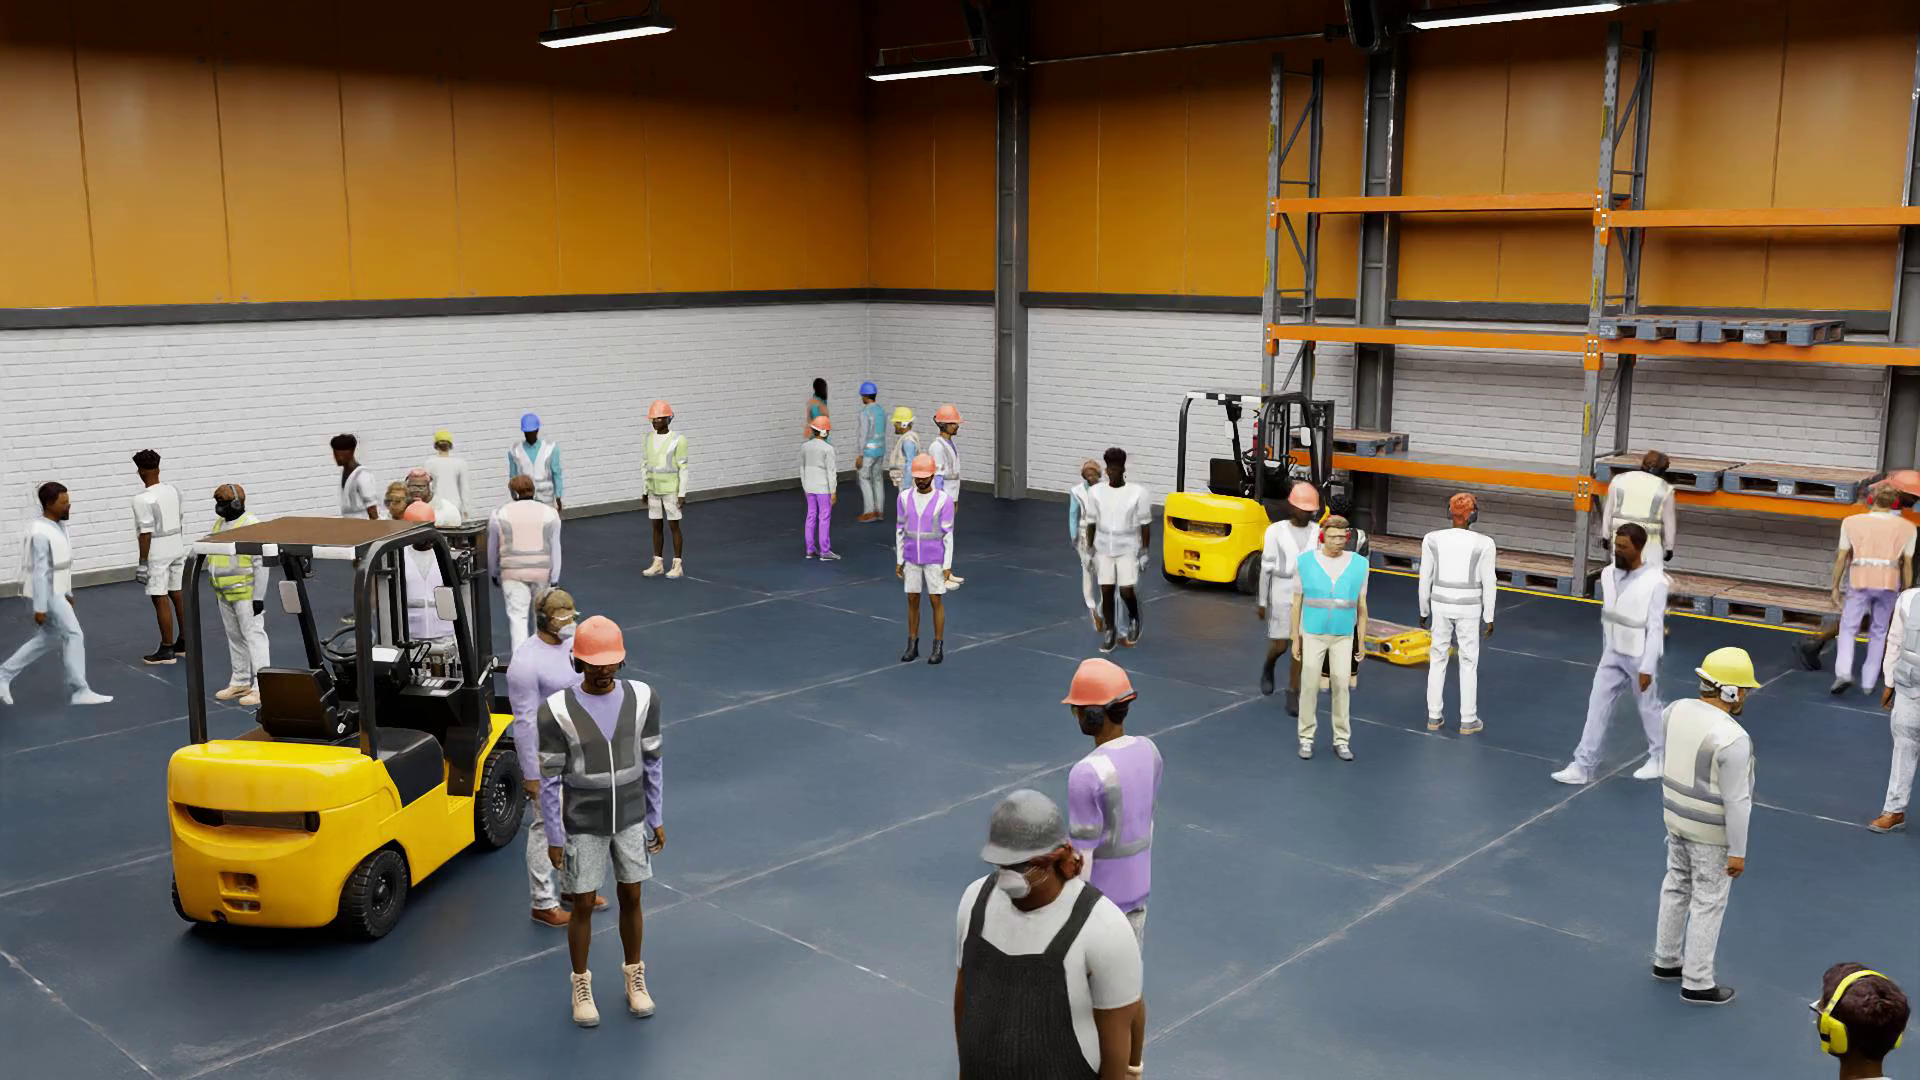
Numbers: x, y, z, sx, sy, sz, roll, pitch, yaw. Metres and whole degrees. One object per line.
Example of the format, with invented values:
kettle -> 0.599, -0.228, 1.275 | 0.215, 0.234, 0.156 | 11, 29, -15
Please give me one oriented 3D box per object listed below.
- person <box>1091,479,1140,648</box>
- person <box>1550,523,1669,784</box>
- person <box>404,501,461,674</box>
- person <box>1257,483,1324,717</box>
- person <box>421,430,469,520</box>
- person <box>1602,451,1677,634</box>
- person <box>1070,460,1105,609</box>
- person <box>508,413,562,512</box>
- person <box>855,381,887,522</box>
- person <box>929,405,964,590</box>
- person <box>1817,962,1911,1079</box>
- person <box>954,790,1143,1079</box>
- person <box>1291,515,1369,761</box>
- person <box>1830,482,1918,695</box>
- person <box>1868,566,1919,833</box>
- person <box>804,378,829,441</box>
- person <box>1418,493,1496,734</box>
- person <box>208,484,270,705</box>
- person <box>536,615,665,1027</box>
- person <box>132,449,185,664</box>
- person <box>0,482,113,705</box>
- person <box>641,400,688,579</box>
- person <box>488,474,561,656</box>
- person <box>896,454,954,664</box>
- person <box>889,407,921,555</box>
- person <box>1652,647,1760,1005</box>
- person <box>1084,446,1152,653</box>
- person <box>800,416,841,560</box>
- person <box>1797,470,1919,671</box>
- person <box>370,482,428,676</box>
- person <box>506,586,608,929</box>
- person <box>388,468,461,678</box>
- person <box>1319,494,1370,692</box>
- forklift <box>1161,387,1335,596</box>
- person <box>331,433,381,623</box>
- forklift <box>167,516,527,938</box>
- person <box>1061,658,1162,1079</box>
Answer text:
person -> 1.468, 0.187, 15.909 | 0.506, 1.608, 0.711 | -7, 12, -33
person -> 4.662, 0.804, 11.664 | 0.993, 1.863, 0.609 | -4, 11, -23
person -> -3.919, 0.668, 12.234 | 0.552, 1.935, 0.367 | -3, 10, -18
person -> 2.691, 0.457, 13.518 | 0.586, 1.905, 0.603 | -1, 10, -7
person -> -5.853, -0.390, 18.906 | 0.524, 1.708, 0.948 | -5, 11, -28
person -> 6.661, 0.022, 16.292 | 0.724, 1.809, 0.504 | 7, 12, 33
person -> 1.398, -0.046, 17.242 | 0.534, 1.595, 0.650 | 0, 10, -1
person -> -4.877, -0.537, 19.179 | 0.596, 1.915, 0.857 | -2, 10, -10
person -> -1.231, -1.216, 22.943 | 0.403, 1.946, 0.622 | 5, 11, 28
person -> -0.141, -0.478, 18.460 | 0.371, 2.044, 0.607 | 2, 10, 11
person -> 2.397, 2.060, 4.541 | 0.511, 1.862, 0.324 | -2, 10, -10
person -> 0.240, 1.792, 5.540 | 0.688, 2.000, 0.537 | 7, 12, 37
person -> 2.712, 0.714, 12.279 | 0.563, 1.834, 0.404 | 0, 10, 1
person -> 7.646, 0.435, 13.929 | 0.593, 1.815, 0.657 | 5, 11, 25
person -> 6.159, 0.959, 10.546 | 0.389, 1.949, 0.602 | -7, 12, -36
person -> -2.124, -1.477, 24.659 | 0.378, 1.875, 0.701 | 0, 10, 0
person -> 3.868, 0.568, 12.956 | 0.585, 1.882, 0.337 | 6, 11, 30
person -> -5.982, 0.444, 13.785 | 0.633, 1.842, 0.429 | 7, 12, 35
person -> -1.717, 1.356, 8.062 | 0.601, 2.035, 0.407 | -6, 11, -29
person -> -7.275, 0.149, 15.120 | 0.374, 1.962, 0.608 | 2, 10, 10
person -> -7.551, 0.455, 13.636 | 0.874, 1.884, 0.599 | -4, 11, -20
person -> -3.393, -0.575, 19.010 | 0.605, 2.045, 0.376 | 5, 11, 25
person -> -3.821, 0.321, 14.646 | 0.622, 1.804, 0.896 | -4, 11, -21
person -> -0.328, 0.169, 15.111 | 0.546, 1.929, 0.390 | 3, 11, 18
person -> -0.675, -0.728, 20.491 | 0.404, 1.827, 0.600 | 0, 10, -2
person -> 3.726, 1.420, 8.301 | 0.403, 1.819, 0.602 | -2, 10, -11
person -> 1.479, 0.087, 15.520 | 0.614, 1.953, 0.467 | 5, 11, 24
person -> -1.682, -0.635, 20.179 | 0.573, 1.749, 0.343 | 9, 14, 42
person -> 7.950, 0.289, 14.547 | 0.974, 1.882, 0.547 | 6, 11, 29
person -> -4.677, 0.432, 13.877 | 0.570, 1.833, 0.474 | 1, 10, 6
person -> -2.251, 1.197, 9.256 | 0.368, 1.927, 0.639 | 4, 11, 20
person -> -4.632, 0.309, 14.413 | 0.652, 1.898, 0.404 | 1, 10, 6
person -> 3.217, 0.449, 14.161 | 0.531, 1.698, 0.320 | -2, 10, -10
forklift -> 3.298, -0.608, 18.767 | 1.214, 2.155, 2.313 | 9, 13, 42
person -> -5.976, -0.149, 16.911 | 0.765, 1.936, 0.623 | -8, 13, -39
forklift -> -3.583, 0.976, 9.748 | 1.214, 2.155, 2.313 | 2, 10, 11
person -> 0.615, 1.510, 7.184 | 0.411, 2.032, 0.611 | 7, 12, 36
